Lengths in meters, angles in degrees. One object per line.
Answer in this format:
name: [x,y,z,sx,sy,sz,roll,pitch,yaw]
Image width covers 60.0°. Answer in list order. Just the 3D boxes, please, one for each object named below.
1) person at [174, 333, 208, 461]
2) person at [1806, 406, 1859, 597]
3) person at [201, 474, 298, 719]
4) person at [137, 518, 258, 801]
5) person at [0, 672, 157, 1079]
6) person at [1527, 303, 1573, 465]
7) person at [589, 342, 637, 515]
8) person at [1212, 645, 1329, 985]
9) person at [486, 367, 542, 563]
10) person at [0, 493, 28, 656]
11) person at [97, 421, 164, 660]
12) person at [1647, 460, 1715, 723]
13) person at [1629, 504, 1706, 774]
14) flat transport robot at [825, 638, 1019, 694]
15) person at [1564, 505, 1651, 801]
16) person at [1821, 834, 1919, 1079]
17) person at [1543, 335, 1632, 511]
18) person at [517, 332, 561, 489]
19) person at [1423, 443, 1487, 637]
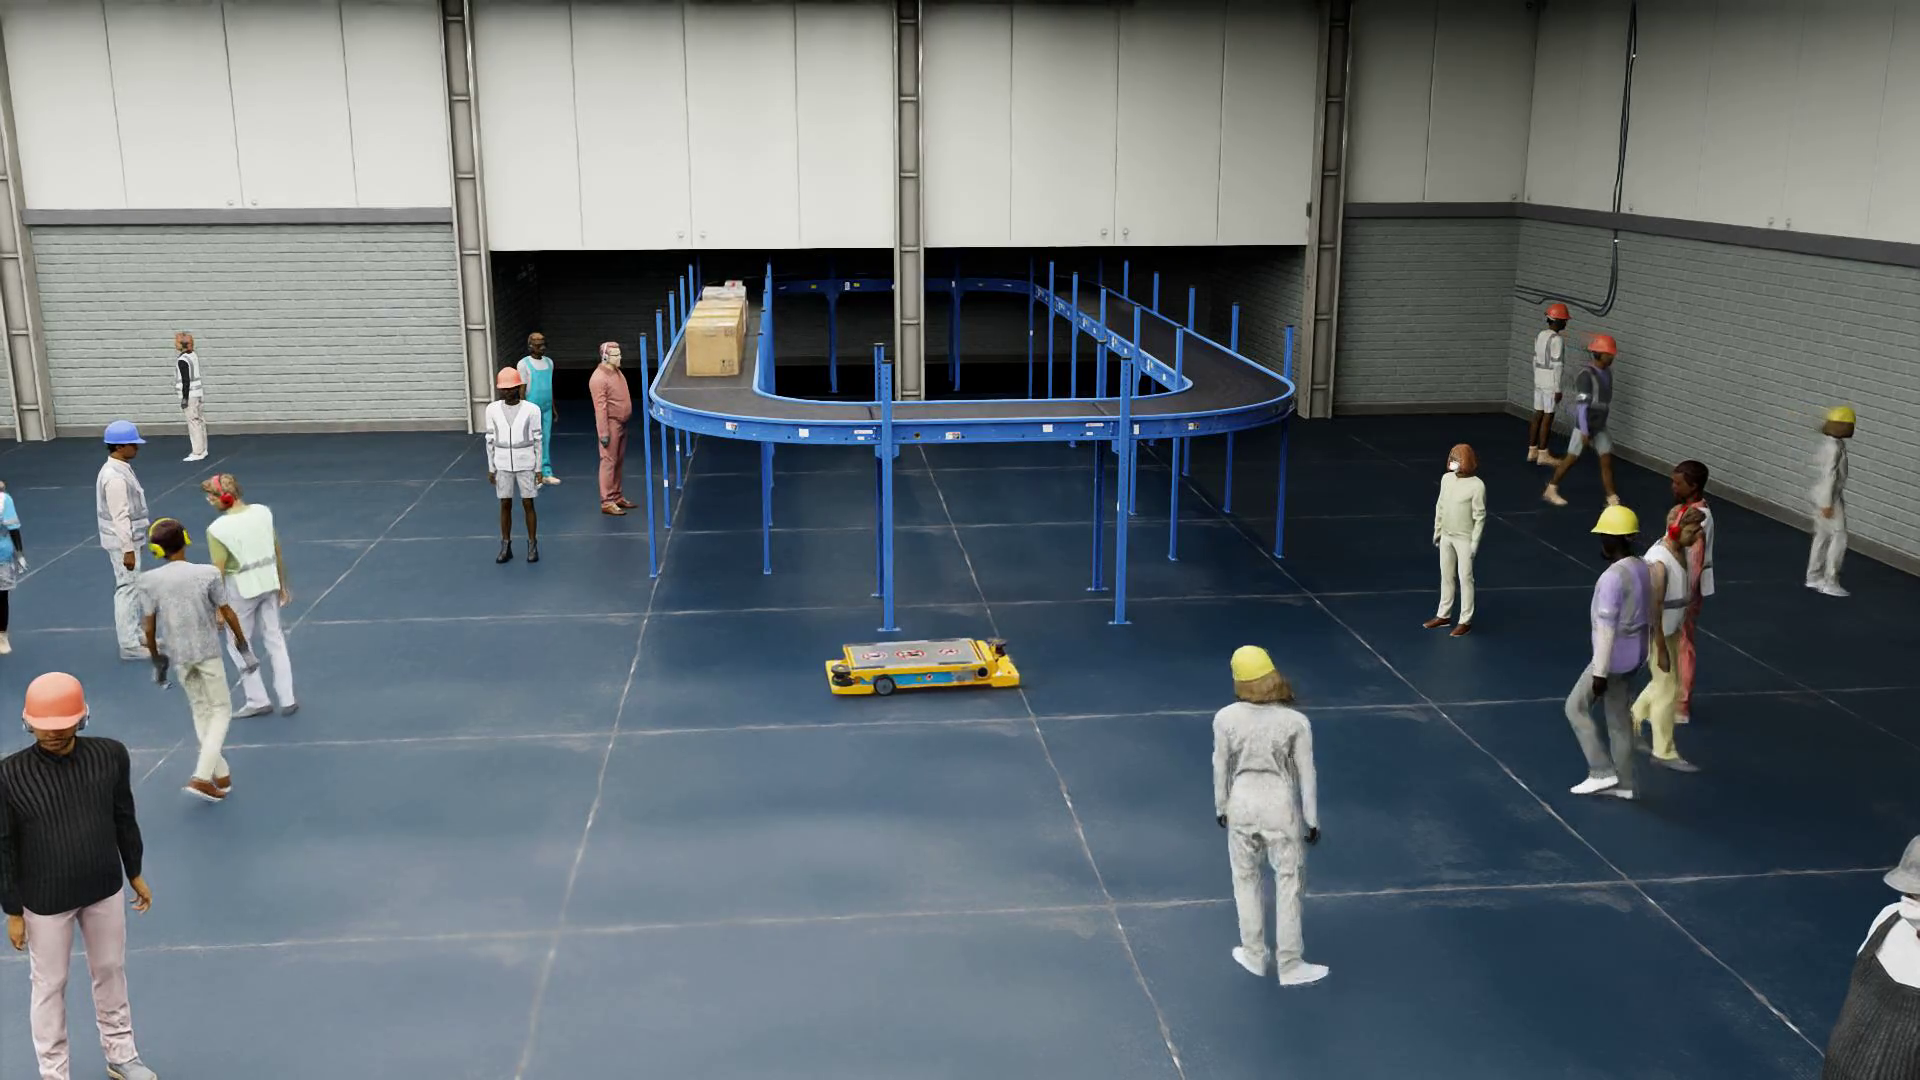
person: [-9.861,-1.837,21.308,0.306,1.645,0.522,-3,14,-10]
person: [8.025,-0.358,15.217,0.415,1.722,0.536,5,15,20]
person: [-5.090,0.403,12.031,0.502,1.806,0.604,6,15,24]
person: [-4.810,0.760,10.522,0.610,1.838,0.587,-2,14,-7]
person: [-3.824,1.517,7.192,0.392,1.988,0.609,12,18,39]
person: [7.476,-1.971,21.036,0.385,2.041,0.615,-1,14,-6]
person: [-3.820,-1.241,18.392,0.408,1.906,0.653,2,14,8]
person: [1.563,1.375,8.342,0.630,1.705,0.341,5,15,21]
person: [-4.356,-0.730,16.283,0.542,1.939,0.364,-1,14,-4]
person: [-7.718,0.183,13.190,0.545,1.647,0.854,-9,17,-33]
person: [-6.681,0.001,13.371,0.419,1.940,0.600,-6,15,-24]
person: [5.190,0.369,11.930,0.391,1.918,0.593,4,15,17]
person: [4.681,0.634,11.048,0.602,1.824,0.668,9,17,33]
flat transport robot: [-0.303,0.967,12.874,1.431,0.197,0.652,-2,14,-9]
person: [4.122,0.727,10.512,0.491,1.905,0.619,13,19,41]
person: [3.134,1.907,5.524,0.538,2.000,0.689,-3,14,-11]
person: [7.003,-1.295,18.458,0.633,1.992,1.064,-10,17,-35]
person: [-4.987,-1.540,19.714,0.349,1.847,0.505,10,17,35]
person: [4.189,-0.009,14.019,0.278,1.633,0.507,-8,16,-28]
